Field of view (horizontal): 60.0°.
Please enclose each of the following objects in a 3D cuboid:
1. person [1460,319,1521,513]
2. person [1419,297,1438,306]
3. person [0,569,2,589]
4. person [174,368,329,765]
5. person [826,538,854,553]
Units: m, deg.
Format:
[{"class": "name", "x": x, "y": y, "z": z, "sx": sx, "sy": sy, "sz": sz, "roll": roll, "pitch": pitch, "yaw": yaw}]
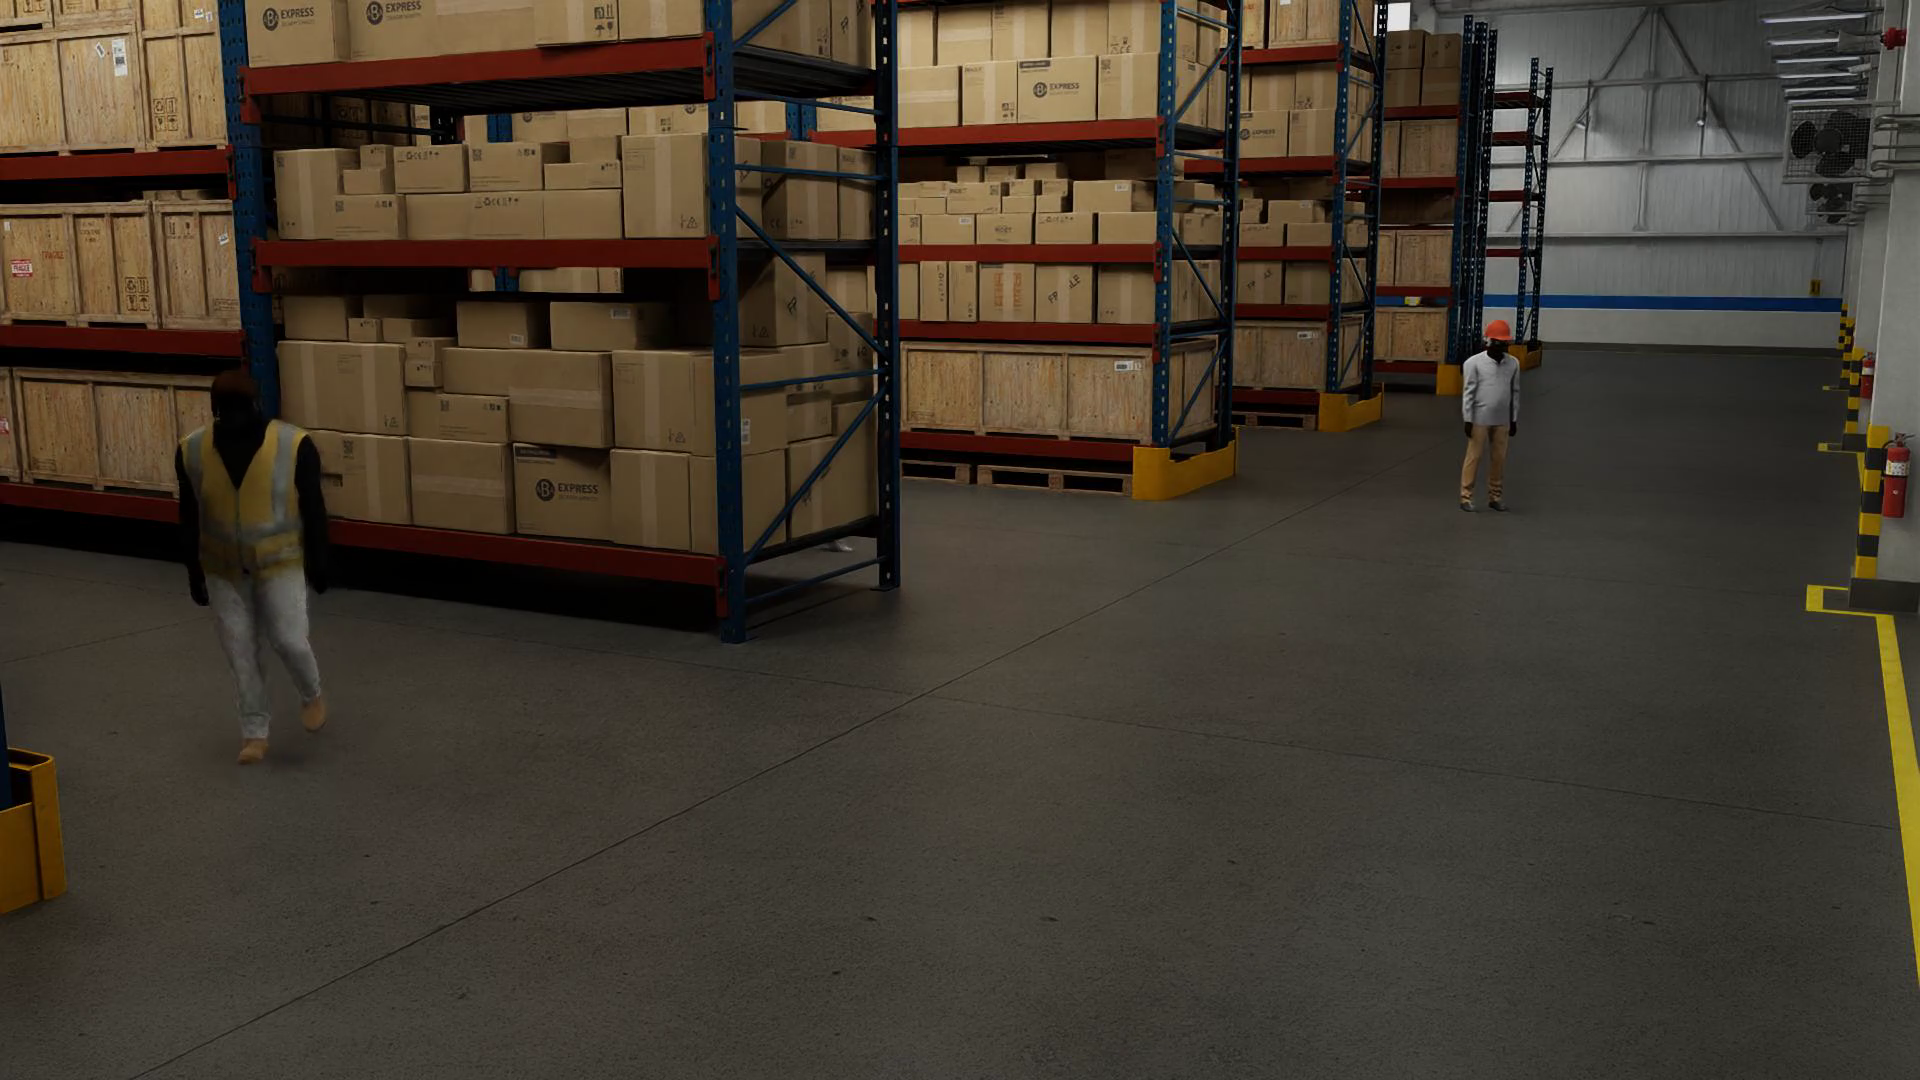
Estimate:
[{"class": "person", "x": 4.777, "y": -1.104, "z": 14.937, "sx": 0.563, "sy": 1.742, "sz": 0.353, "roll": -2, "pitch": 10, "yaw": -14}, {"class": "person", "x": 10.332, "y": -4.955, "z": 36.787, "sx": 0.468, "sy": 1.888, "sz": 0.667, "roll": 5, "pitch": 11, "yaw": 28}, {"class": "person", "x": -4.650, "y": 0.086, "z": 7.522, "sx": 0.556, "sy": 1.923, "sz": 0.572, "roll": 6, "pitch": 12, "yaw": 33}, {"class": "person", "x": -3.232, "y": 0.112, "z": 7.647, "sx": 0.633, "sy": 1.826, "sz": 0.507, "roll": -1, "pitch": 10, "yaw": -8}, {"class": "person", "x": -1.146, "y": -0.709, "z": 12.979, "sx": 0.613, "sy": 1.621, "sz": 0.520, "roll": 7, "pitch": 12, "yaw": 34}]
